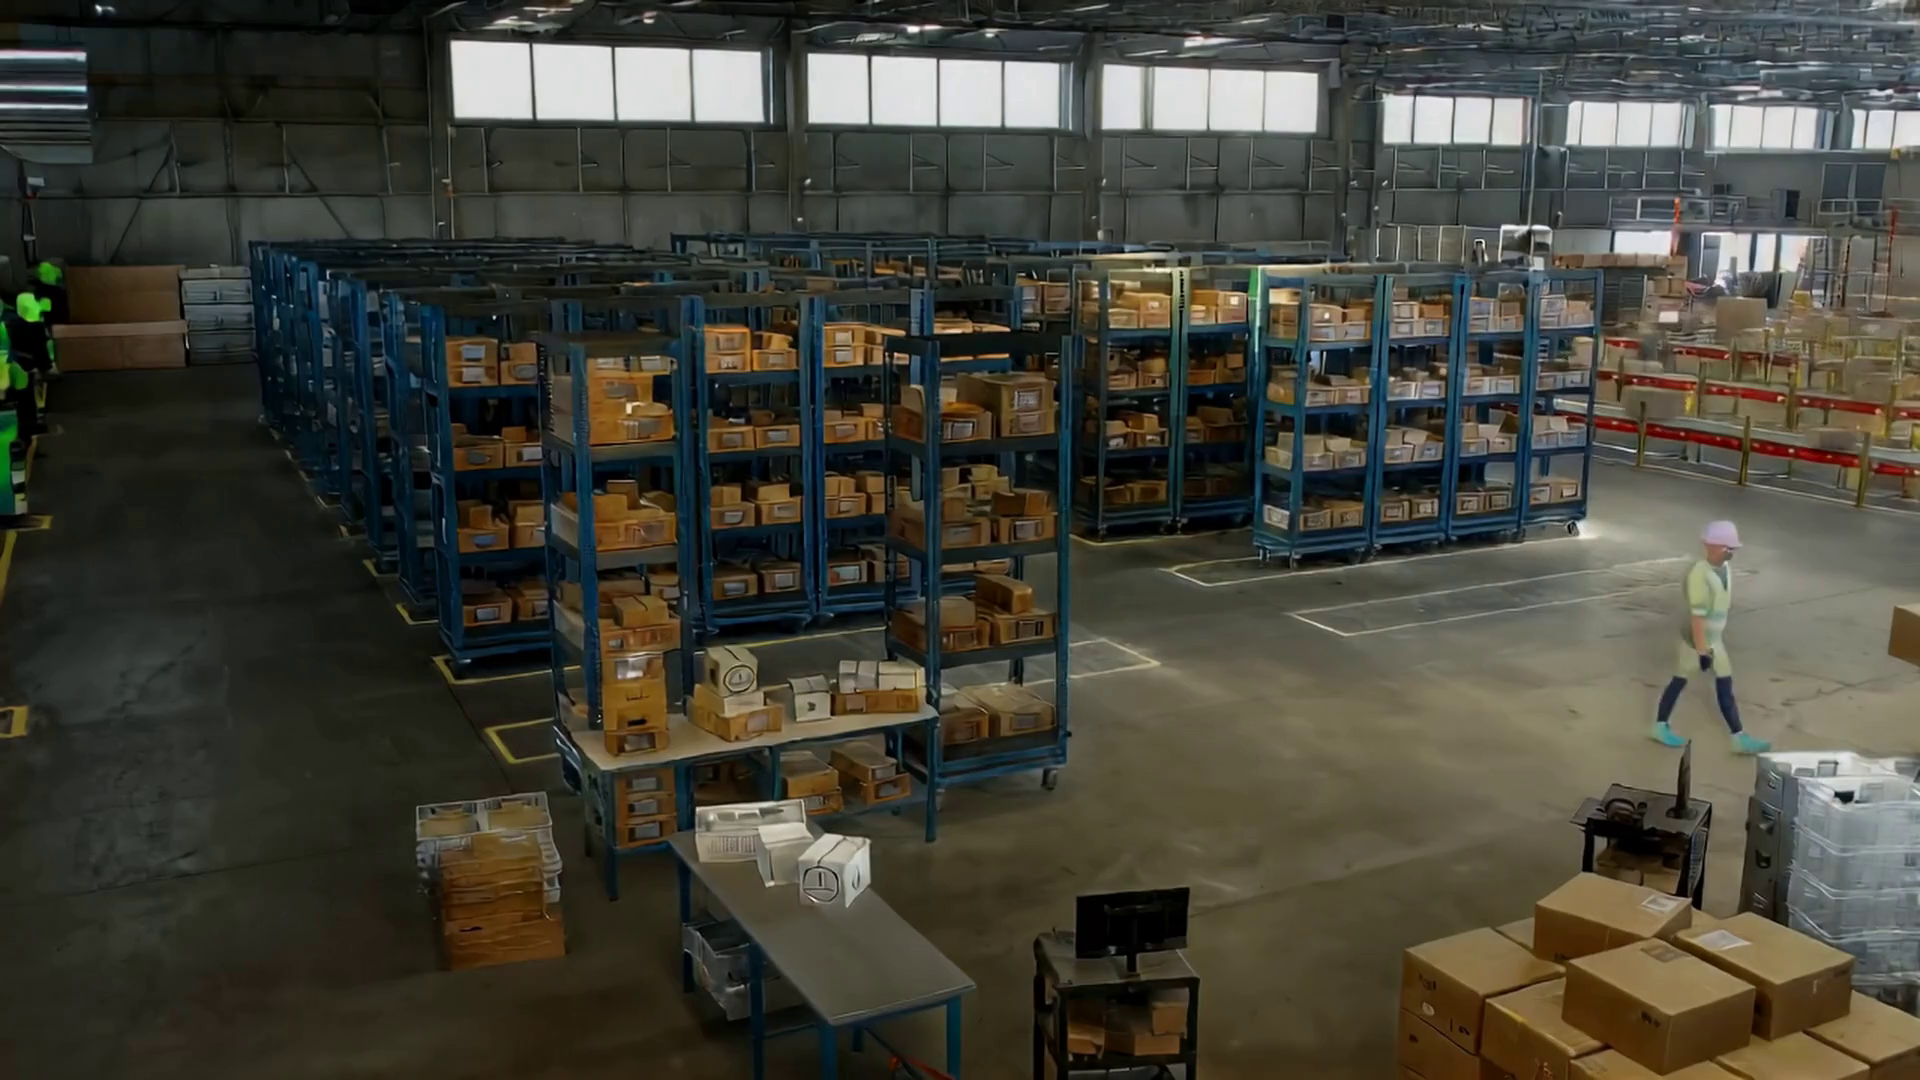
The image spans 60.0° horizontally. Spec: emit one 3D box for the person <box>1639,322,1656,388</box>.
[{"bbox_3d":[15.796,-4.182,38.072,0.508,1.617,0.632,-9,15,-35],"label":"person"}]

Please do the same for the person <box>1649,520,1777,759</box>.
[{"bbox_3d":[6.237,0.830,13.710,0.640,1.986,1.041,-10,16,-40],"label":"person"}]

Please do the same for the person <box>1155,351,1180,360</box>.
[{"bbox_3d":[4.741,-4.298,38.272,0.552,1.736,0.738,-3,12,-12],"label":"person"}]

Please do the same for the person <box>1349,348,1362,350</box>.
[{"bbox_3d":[7.516,-3.066,32.155,0.399,1.905,0.642,11,16,42],"label":"person"}]

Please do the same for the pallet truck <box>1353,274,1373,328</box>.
[{"bbox_3d":[13.011,-8.050,55.243,0.823,1.965,1.885,-7,14,-28],"label":"pallet truck"}]
